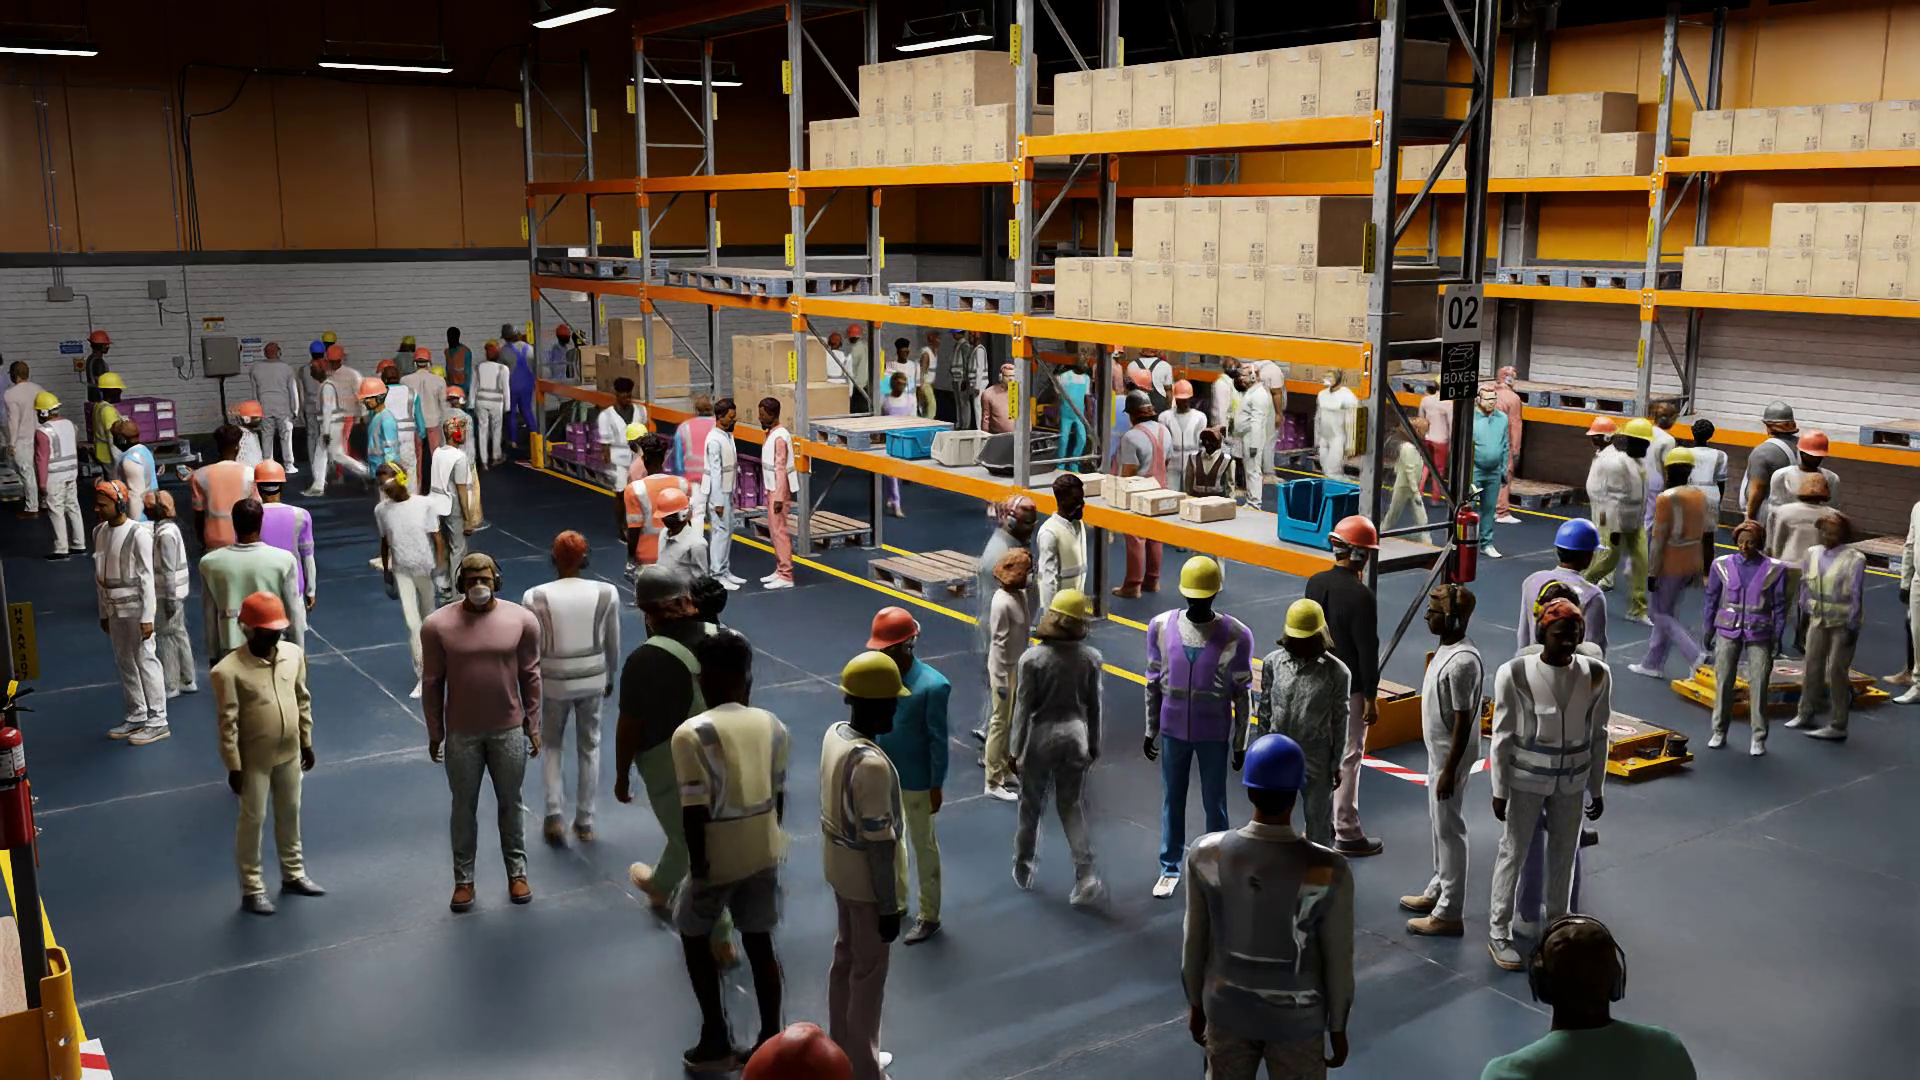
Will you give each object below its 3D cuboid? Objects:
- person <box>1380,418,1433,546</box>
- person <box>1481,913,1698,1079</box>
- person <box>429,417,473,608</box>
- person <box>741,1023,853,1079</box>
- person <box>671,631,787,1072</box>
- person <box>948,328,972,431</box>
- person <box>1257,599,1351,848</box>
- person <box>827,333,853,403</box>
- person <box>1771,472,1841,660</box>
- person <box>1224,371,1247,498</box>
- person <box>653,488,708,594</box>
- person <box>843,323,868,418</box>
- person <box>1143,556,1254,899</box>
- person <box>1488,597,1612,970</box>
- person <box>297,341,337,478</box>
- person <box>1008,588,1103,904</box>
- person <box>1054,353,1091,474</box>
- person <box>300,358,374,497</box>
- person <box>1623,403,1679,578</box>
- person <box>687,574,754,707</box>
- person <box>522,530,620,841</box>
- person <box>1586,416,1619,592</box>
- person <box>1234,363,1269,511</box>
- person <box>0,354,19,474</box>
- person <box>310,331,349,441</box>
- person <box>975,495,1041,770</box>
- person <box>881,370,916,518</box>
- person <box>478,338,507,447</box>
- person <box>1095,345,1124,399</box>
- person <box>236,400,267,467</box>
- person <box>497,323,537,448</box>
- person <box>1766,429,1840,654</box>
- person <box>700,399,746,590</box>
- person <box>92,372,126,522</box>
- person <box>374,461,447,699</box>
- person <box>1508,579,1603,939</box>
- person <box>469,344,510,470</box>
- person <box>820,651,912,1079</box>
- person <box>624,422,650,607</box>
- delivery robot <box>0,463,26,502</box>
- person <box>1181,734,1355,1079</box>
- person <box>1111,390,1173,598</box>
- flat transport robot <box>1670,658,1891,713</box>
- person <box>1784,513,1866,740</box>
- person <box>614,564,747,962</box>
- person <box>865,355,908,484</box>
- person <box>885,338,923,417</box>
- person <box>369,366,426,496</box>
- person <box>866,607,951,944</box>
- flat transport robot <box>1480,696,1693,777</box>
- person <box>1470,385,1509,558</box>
[{"bbox_3d":[4.776,-0.506,17.618,0.878,1.574,0.514,8,14,37],"label":"person"},{"bbox_3d":[1.586,1.908,4.361,0.627,1.936,0.373,-4,12,-18],"label":"person"},{"bbox_3d":[-4.755,-0.232,15.579,0.393,1.836,0.561,-9,15,-40],"label":"person"},{"bbox_3d":[-0.338,2.007,3.574,0.608,2.044,0.370,2,11,8],"label":"person"},{"bbox_3d":[-0.980,1.369,7.180,0.637,1.909,0.645,11,15,44],"label":"person"},{"bbox_3d":[0.001,-2.718,28.028,0.402,1.938,0.603,-4,12,-17],"label":"person"},{"bbox_3d":[1.785,1.151,8.745,0.484,1.736,0.306,5,12,25],"label":"person"},{"bbox_3d":[-1.972,-2.316,26.151,0.581,1.877,0.374,-1,11,-4],"label":"person"},{"bbox_3d":[6.931,0.250,13.646,0.529,1.624,0.330,6,12,26],"label":"person"},{"bbox_3d":[3.675,-1.377,21.811,0.363,1.689,0.538,7,13,33],"label":"person"},{"bbox_3d":[-2.066,0.475,12.180,0.336,1.743,0.561,-10,15,-42],"label":"person"},{"bbox_3d":[-1.653,-2.574,27.225,0.560,1.962,0.644,2,11,10],"label":"person"},{"bbox_3d":[1.271,1.019,8.956,0.586,1.918,0.393,4,12,22],"label":"person"},{"bbox_3d":[2.885,1.196,8.169,0.572,1.877,0.346,-1,11,-3],"label":"person"},{"bbox_3d":[-9.050,-1.851,23.586,0.610,1.940,0.413,0,11,2],"label":"person"},{"bbox_3d":[0.537,1.120,8.995,0.538,1.699,0.662,-3,12,-17],"label":"person"},{"bbox_3d":[1.541,-1.720,23.273,0.568,1.804,0.459,-5,12,-26],"label":"person"},{"bbox_3d":[-8.272,-1.494,22.012,0.901,1.854,0.594,-5,12,-26],"label":"person"},{"bbox_3d":[7.131,-0.511,17.069,0.758,1.803,0.599,-4,12,-20],"label":"person"},{"bbox_3d":[-1.407,1.025,9.482,0.536,1.699,0.322,7,13,33],"label":"person"},{"bbox_3d":[-2.297,0.860,9.879,0.583,1.878,0.463,-4,12,-18],"label":"person"},{"bbox_3d":[6.332,-0.357,16.456,0.360,1.744,0.567,2,11,12],"label":"person"},{"bbox_3d":[3.577,-1.230,20.523,0.400,1.900,0.648,0,11,2],"label":"person"},{"bbox_3d":[-12.918,-1.596,22.332,0.661,1.912,0.503,-1,11,-7],"label":"person"},{"bbox_3d":[-9.706,-2.266,25.738,0.586,1.928,0.364,0,11,-2],"label":"person"},{"bbox_3d":[0.343,0.620,11.099,0.427,1.874,0.705,2,11,12],"label":"person"},{"bbox_3d":[-0.803,-1.216,20.664,0.522,1.817,0.830,-4,12,-17],"label":"person"},{"bbox_3d":[-7.497,-2.373,26.756,0.544,1.741,0.732,4,12,20],"label":"person"},{"bbox_3d":[2.126,-1.827,23.339,0.388,1.987,0.608,-6,13,-30],"label":"person"},{"bbox_3d":[-7.581,-0.627,17.837,0.379,1.730,0.573,-2,11,-11],"label":"person"},{"bbox_3d":[-7.093,-2.475,26.516,0.720,2.000,0.537,-10,15,-41],"label":"person"},{"bbox_3d":[7.116,0.019,14.066,0.549,1.925,0.388,2,11,11],"label":"person"},{"bbox_3d":[-2.370,-0.453,16.521,0.401,1.908,0.598,0,11,2],"label":"person"},{"bbox_3d":[-9.673,-0.951,19.012,0.387,1.926,0.591,-8,14,-36],"label":"person"},{"bbox_3d":[-4.299,0.269,13.082,0.519,1.814,0.902,-3,12,-16],"label":"person"},{"bbox_3d":[3.028,1.125,8.546,0.533,1.865,0.311,-3,11,-15],"label":"person"},{"bbox_3d":[-6.915,-1.965,24.464,0.668,1.831,0.956,0,11,1],"label":"person"},{"bbox_3d":[-0.382,1.403,6.965,0.374,1.924,0.594,-5,12,-23],"label":"person"},{"bbox_3d":[-3.015,-0.241,15.804,0.329,1.763,0.523,3,11,13],"label":"person"},{"bbox_3d":[-12.204,-0.745,21.236,0.477,0.478,0.707,-10,15,-41],"label":"delivery robot"},{"bbox_3d":[1.069,1.627,5.800,0.604,1.939,0.415,5,12,26],"label":"person"},{"bbox_3d":[1.718,-0.464,16.224,0.536,2.000,0.676,10,15,41],"label":"person"},{"bbox_3d":[6.284,1.104,12.746,1.431,0.197,0.652,-2,11,-12],"label":"flat transport robot"},{"bbox_3d":[6.182,0.603,11.831,0.371,1.627,0.565,-4,12,-21],"label":"person"},{"bbox_3d":[-1.475,1.060,8.427,1.039,2.000,0.695,9,14,40],"label":"person"},{"bbox_3d":[-1.022,-1.688,23.103,0.579,1.811,0.875,-7,13,-33],"label":"person"},{"bbox_3d":[-0.830,-1.951,24.063,0.605,1.959,0.365,-6,12,-27],"label":"person"},{"bbox_3d":[-7.071,-1.274,20.910,0.674,1.835,0.431,-6,13,-29],"label":"person"},{"bbox_3d":[-0.310,1.190,8.543,0.573,1.738,0.352,9,14,37],"label":"person"},{"bbox_3d":[4.303,1.321,11.635,0.652,0.197,1.431,-6,13,-29],"label":"flat transport robot"},{"bbox_3d":[5.640,-0.732,17.974,0.645,1.900,0.399,-3,12,-16],"label":"person"}]
